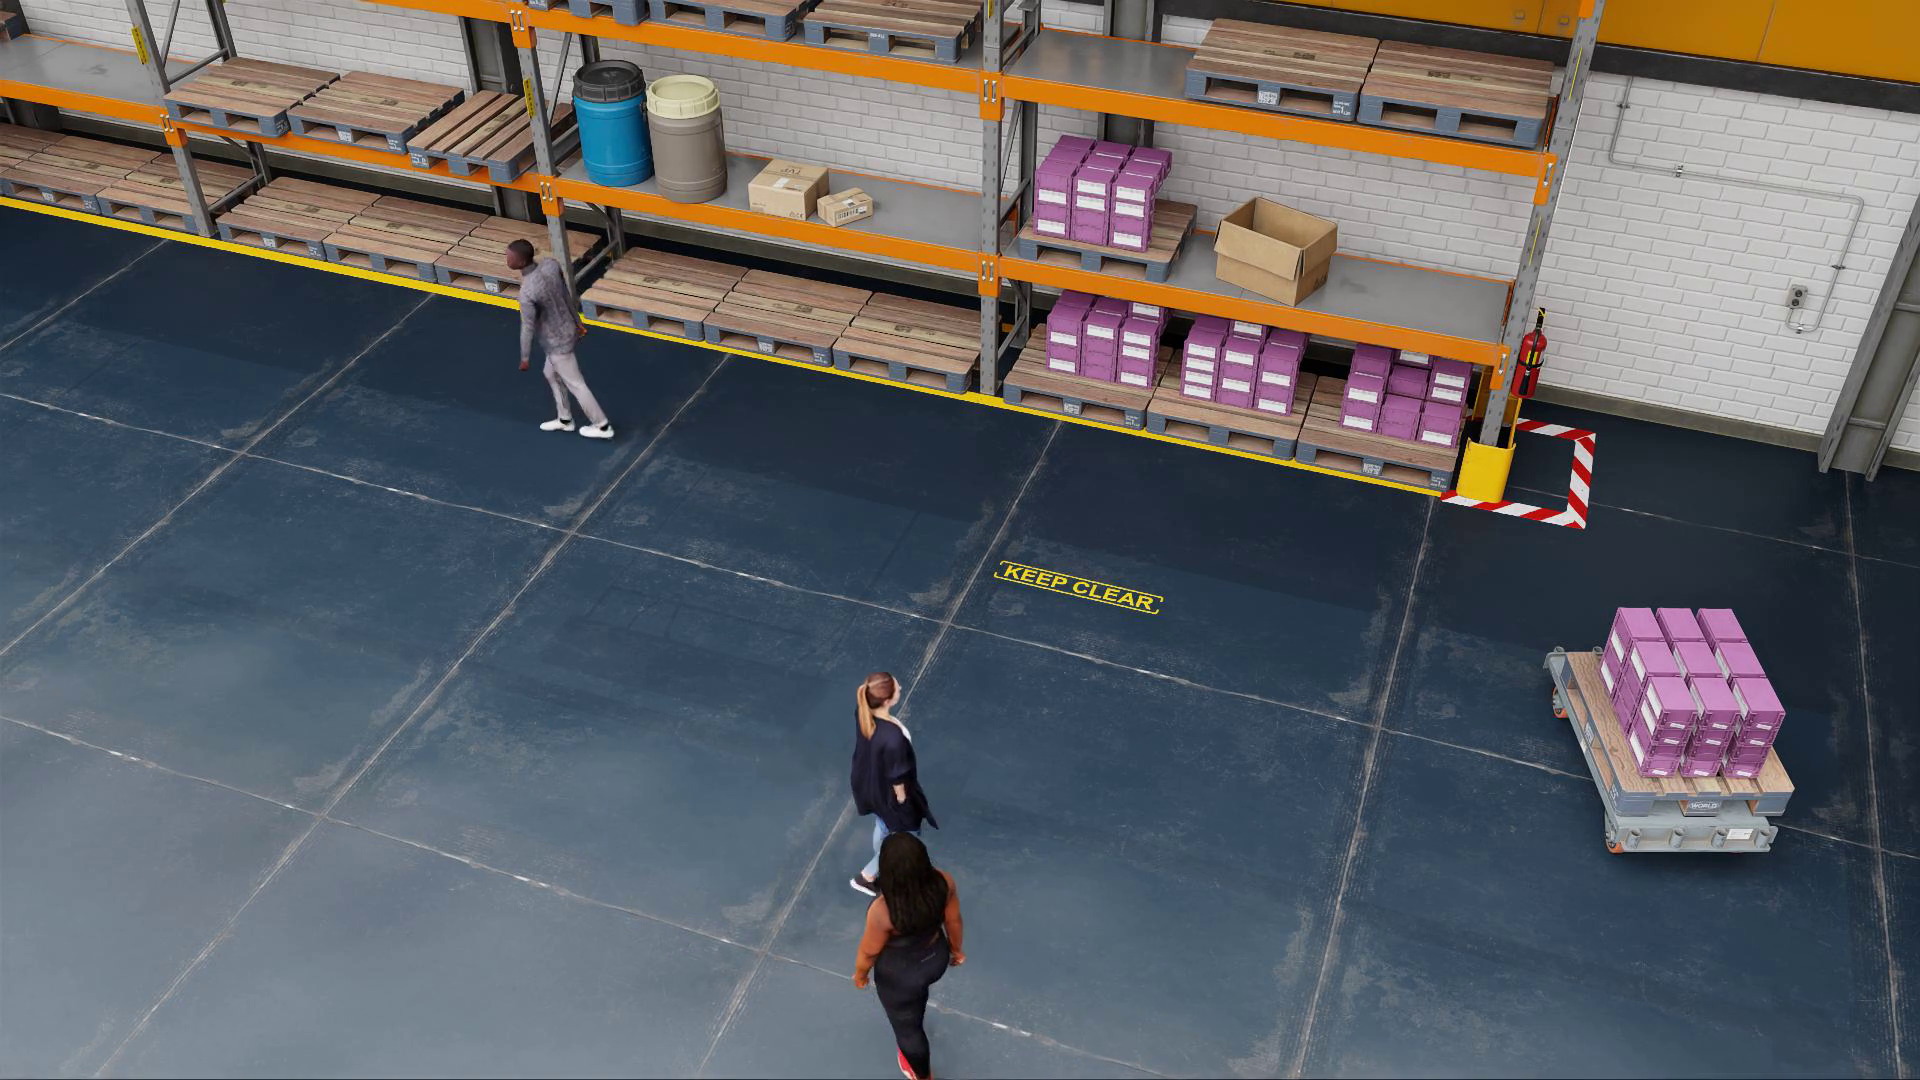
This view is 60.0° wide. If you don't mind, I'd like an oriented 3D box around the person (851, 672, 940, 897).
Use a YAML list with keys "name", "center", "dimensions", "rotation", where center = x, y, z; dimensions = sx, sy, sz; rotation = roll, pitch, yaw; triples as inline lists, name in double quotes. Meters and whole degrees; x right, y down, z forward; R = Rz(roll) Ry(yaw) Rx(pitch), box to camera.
- name: "person"
  center: [-0.487, 1.410, 9.273]
  dimensions: [0.876, 1.677, 0.823]
  rotation: [-20, 43, -24]

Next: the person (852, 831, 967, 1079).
- name: "person"
  center: [-0.194, 2.159, 8.237]
  dimensions: [0.883, 1.800, 0.940]
  rotation: [-24, 45, -27]

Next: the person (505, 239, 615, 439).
- name: "person"
  center: [-3.022, -1.532, 12.866]
  dimensions: [0.921, 1.790, 0.816]
  rotation: [10, 40, 12]
